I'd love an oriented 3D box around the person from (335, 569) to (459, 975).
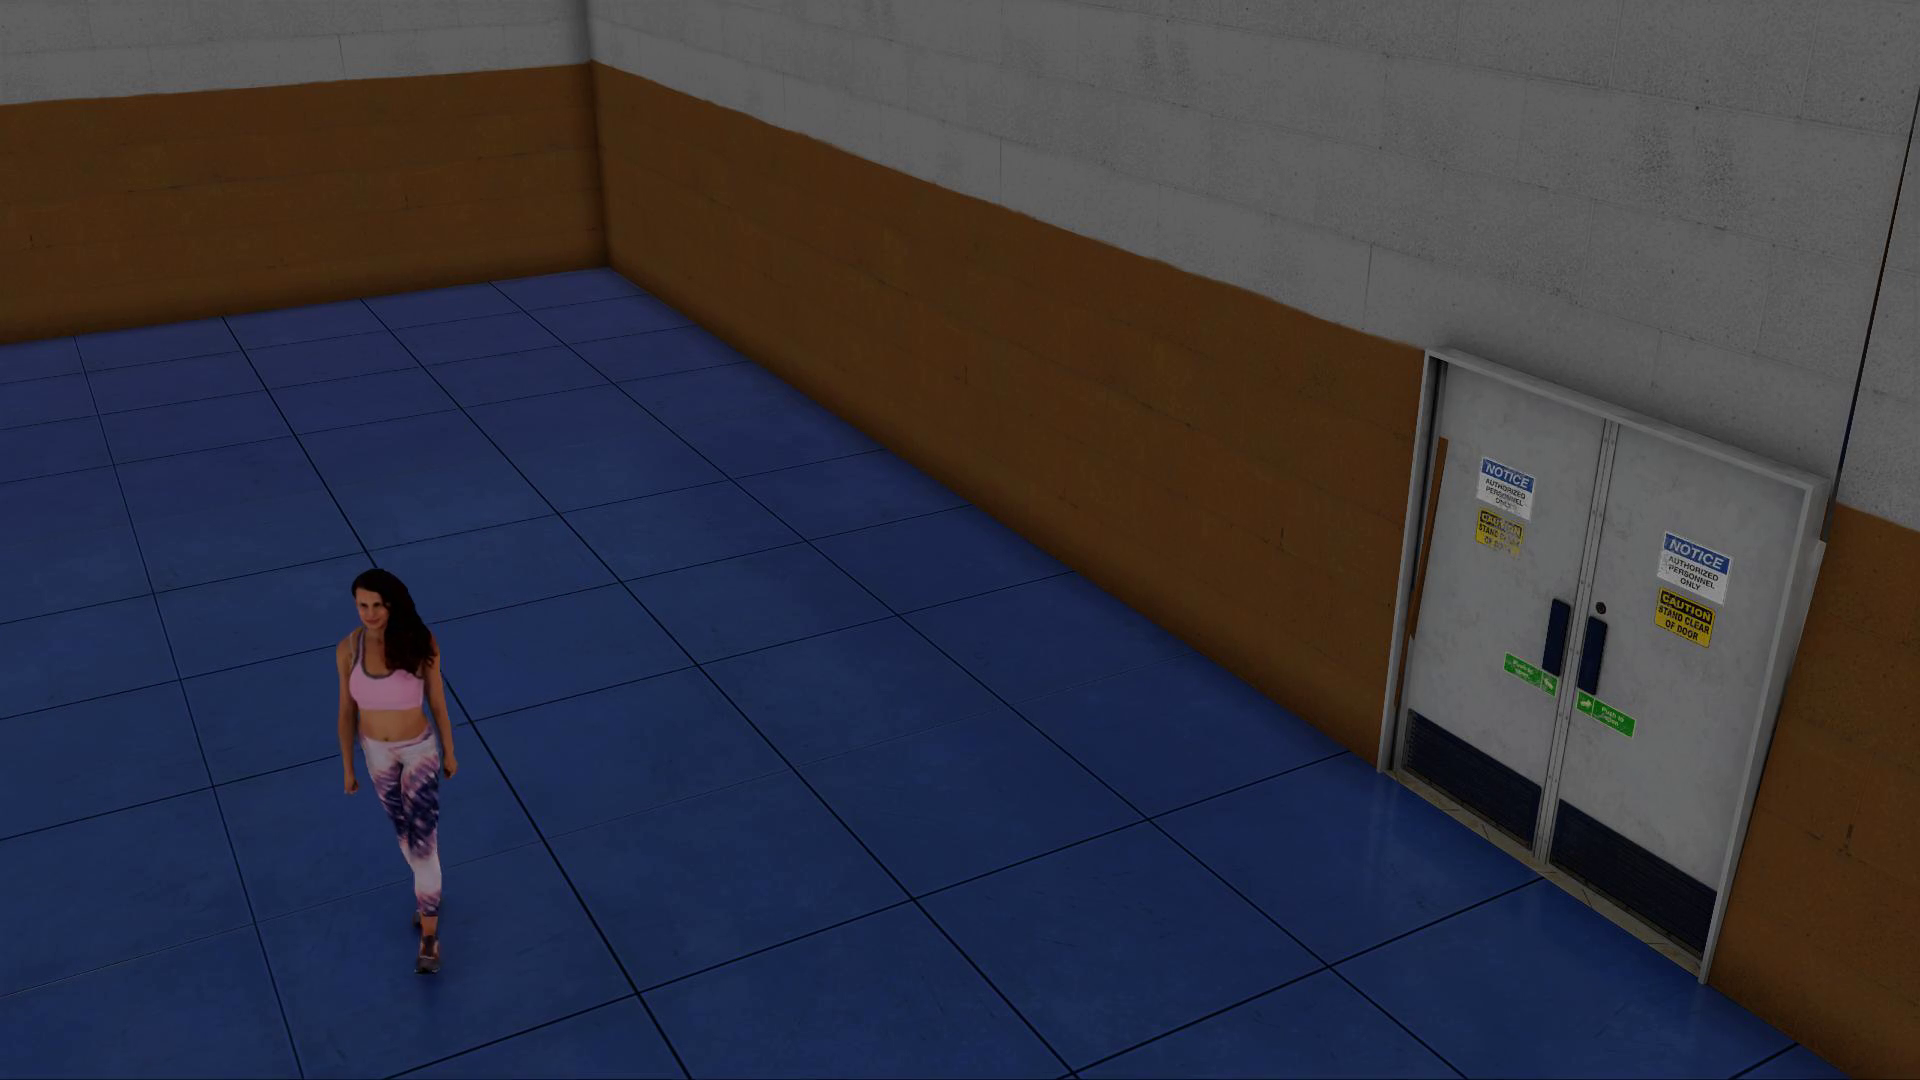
[{"bbox_3d":[-2.399,0.910,7.218,0.951,1.748,0.917,0,24,-1],"label":"person"}]
